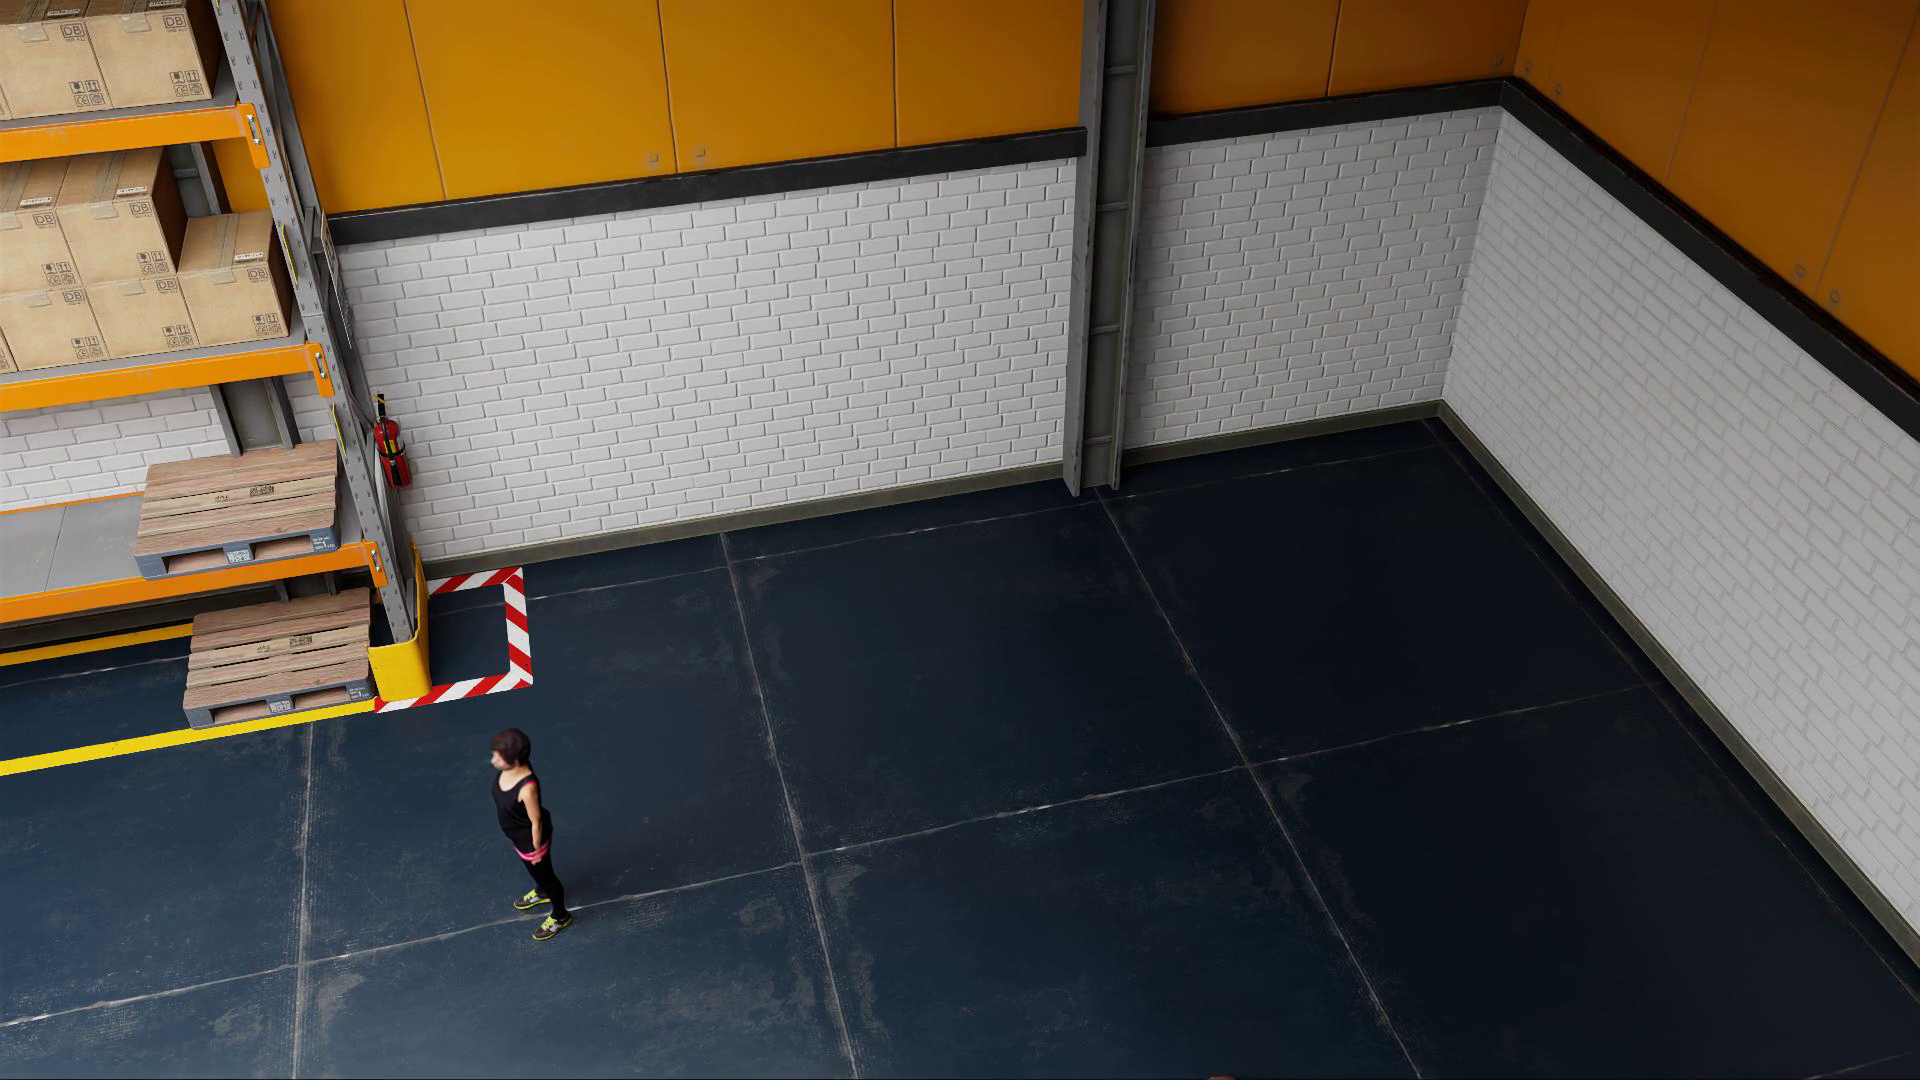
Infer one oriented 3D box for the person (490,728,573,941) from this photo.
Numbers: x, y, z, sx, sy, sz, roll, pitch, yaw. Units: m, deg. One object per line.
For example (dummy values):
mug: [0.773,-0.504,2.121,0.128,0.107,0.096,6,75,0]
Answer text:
person: [-2.482,1.654,9.562,0.592,1.553,0.594,-22,43,-25]
